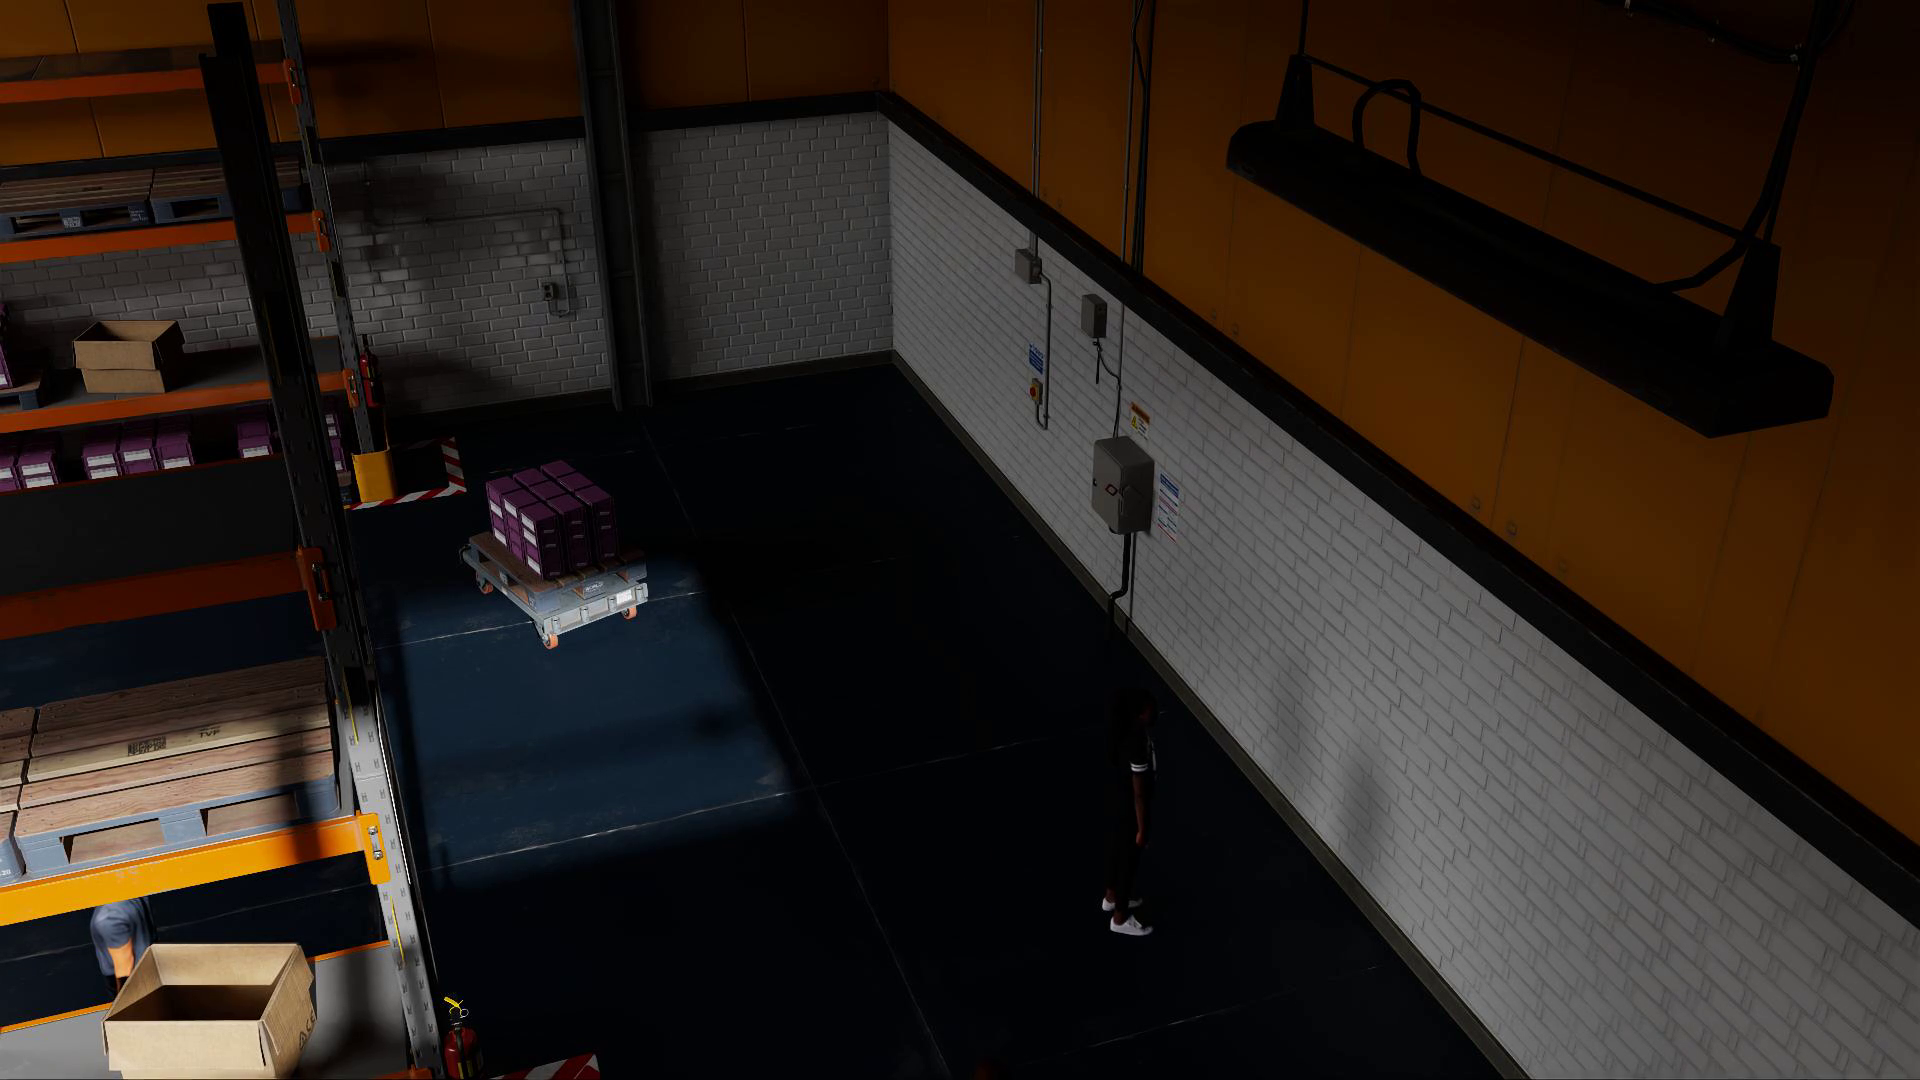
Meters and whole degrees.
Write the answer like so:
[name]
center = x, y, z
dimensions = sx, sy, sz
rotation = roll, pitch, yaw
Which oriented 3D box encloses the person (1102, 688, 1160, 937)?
[person]
center = 1.062, 1.656, 10.291
dimensions = 0.622, 1.730, 0.663
rotation = -3, 29, -5
